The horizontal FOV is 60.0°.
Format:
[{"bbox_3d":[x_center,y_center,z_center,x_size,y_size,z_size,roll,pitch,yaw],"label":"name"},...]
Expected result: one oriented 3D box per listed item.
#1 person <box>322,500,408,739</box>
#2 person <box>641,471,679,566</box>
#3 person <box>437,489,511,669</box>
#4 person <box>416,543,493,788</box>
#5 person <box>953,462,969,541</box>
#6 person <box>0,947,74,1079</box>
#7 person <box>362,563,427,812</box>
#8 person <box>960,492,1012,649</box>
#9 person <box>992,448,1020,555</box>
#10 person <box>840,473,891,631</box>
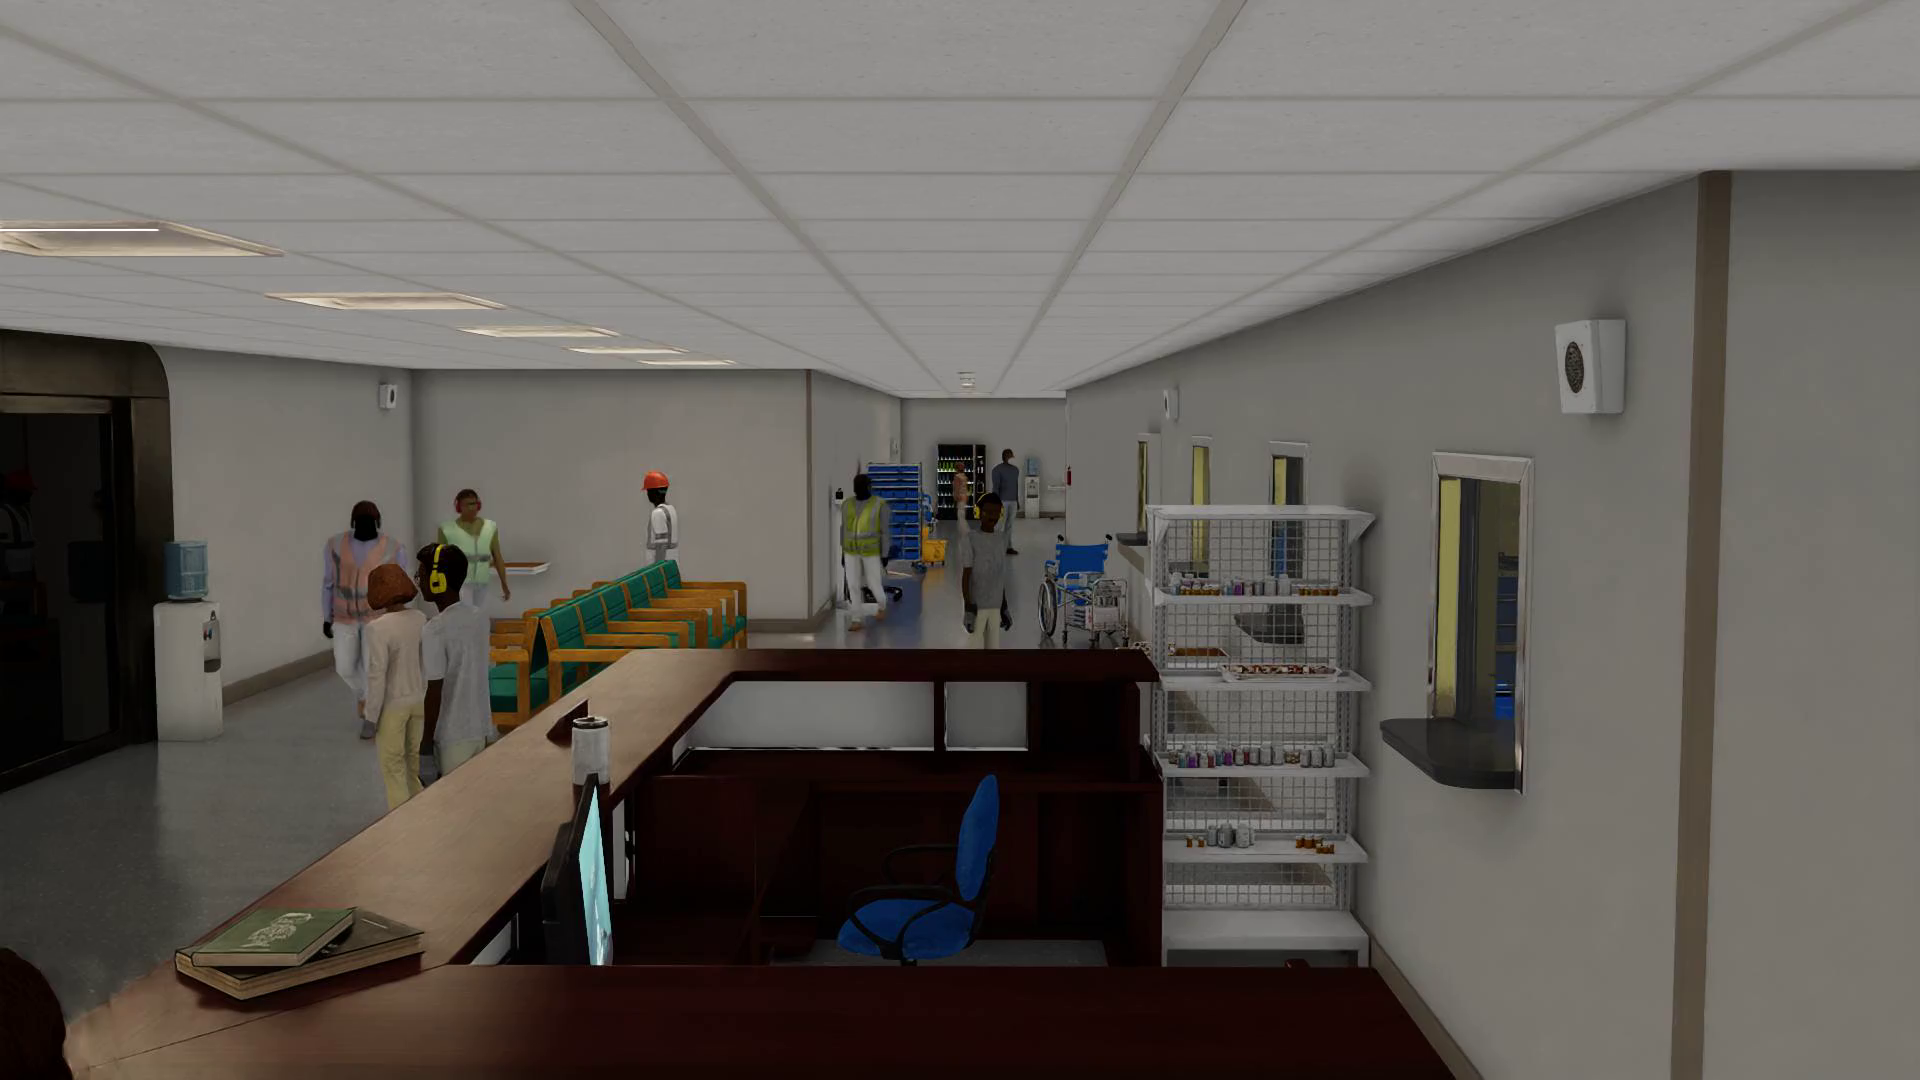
[{"bbox_3d":[-4.585,0.592,12.860,0.628,1.823,0.671,0,4,-6],"label":"person"},{"bbox_3d":[-2.985,0.278,16.506,0.366,1.933,0.551,0,4,2],"label":"person"},{"bbox_3d":[-4.461,0.433,15.287,0.970,1.789,0.575,4,6,43],"label":"person"},{"bbox_3d":[-2.343,0.940,7.747,0.333,1.862,0.508,1,4,15],"label":"person"},{"bbox_3d":[0.054,-0.755,33.268,0.408,1.611,0.579,2,4,22],"label":"person"},{"bbox_3d":[-1.090,1.372,2.013,0.488,1.825,0.700,1,4,10],"label":"person"},{"bbox_3d":[-3.144,0.944,9.267,0.289,1.632,0.497,1,4,15],"label":"person"},{"bbox_3d":[0.218,0.550,13.202,0.521,1.864,0.334,-4,6,-45],"label":"person"},{"bbox_3d":[0.839,-0.690,30.063,0.635,1.937,0.354,-4,6,-44],"label":"person"},{"bbox_3d":[-1.093,0.130,19.334,0.625,1.824,0.695,1,4,19],"label":"person"}]
